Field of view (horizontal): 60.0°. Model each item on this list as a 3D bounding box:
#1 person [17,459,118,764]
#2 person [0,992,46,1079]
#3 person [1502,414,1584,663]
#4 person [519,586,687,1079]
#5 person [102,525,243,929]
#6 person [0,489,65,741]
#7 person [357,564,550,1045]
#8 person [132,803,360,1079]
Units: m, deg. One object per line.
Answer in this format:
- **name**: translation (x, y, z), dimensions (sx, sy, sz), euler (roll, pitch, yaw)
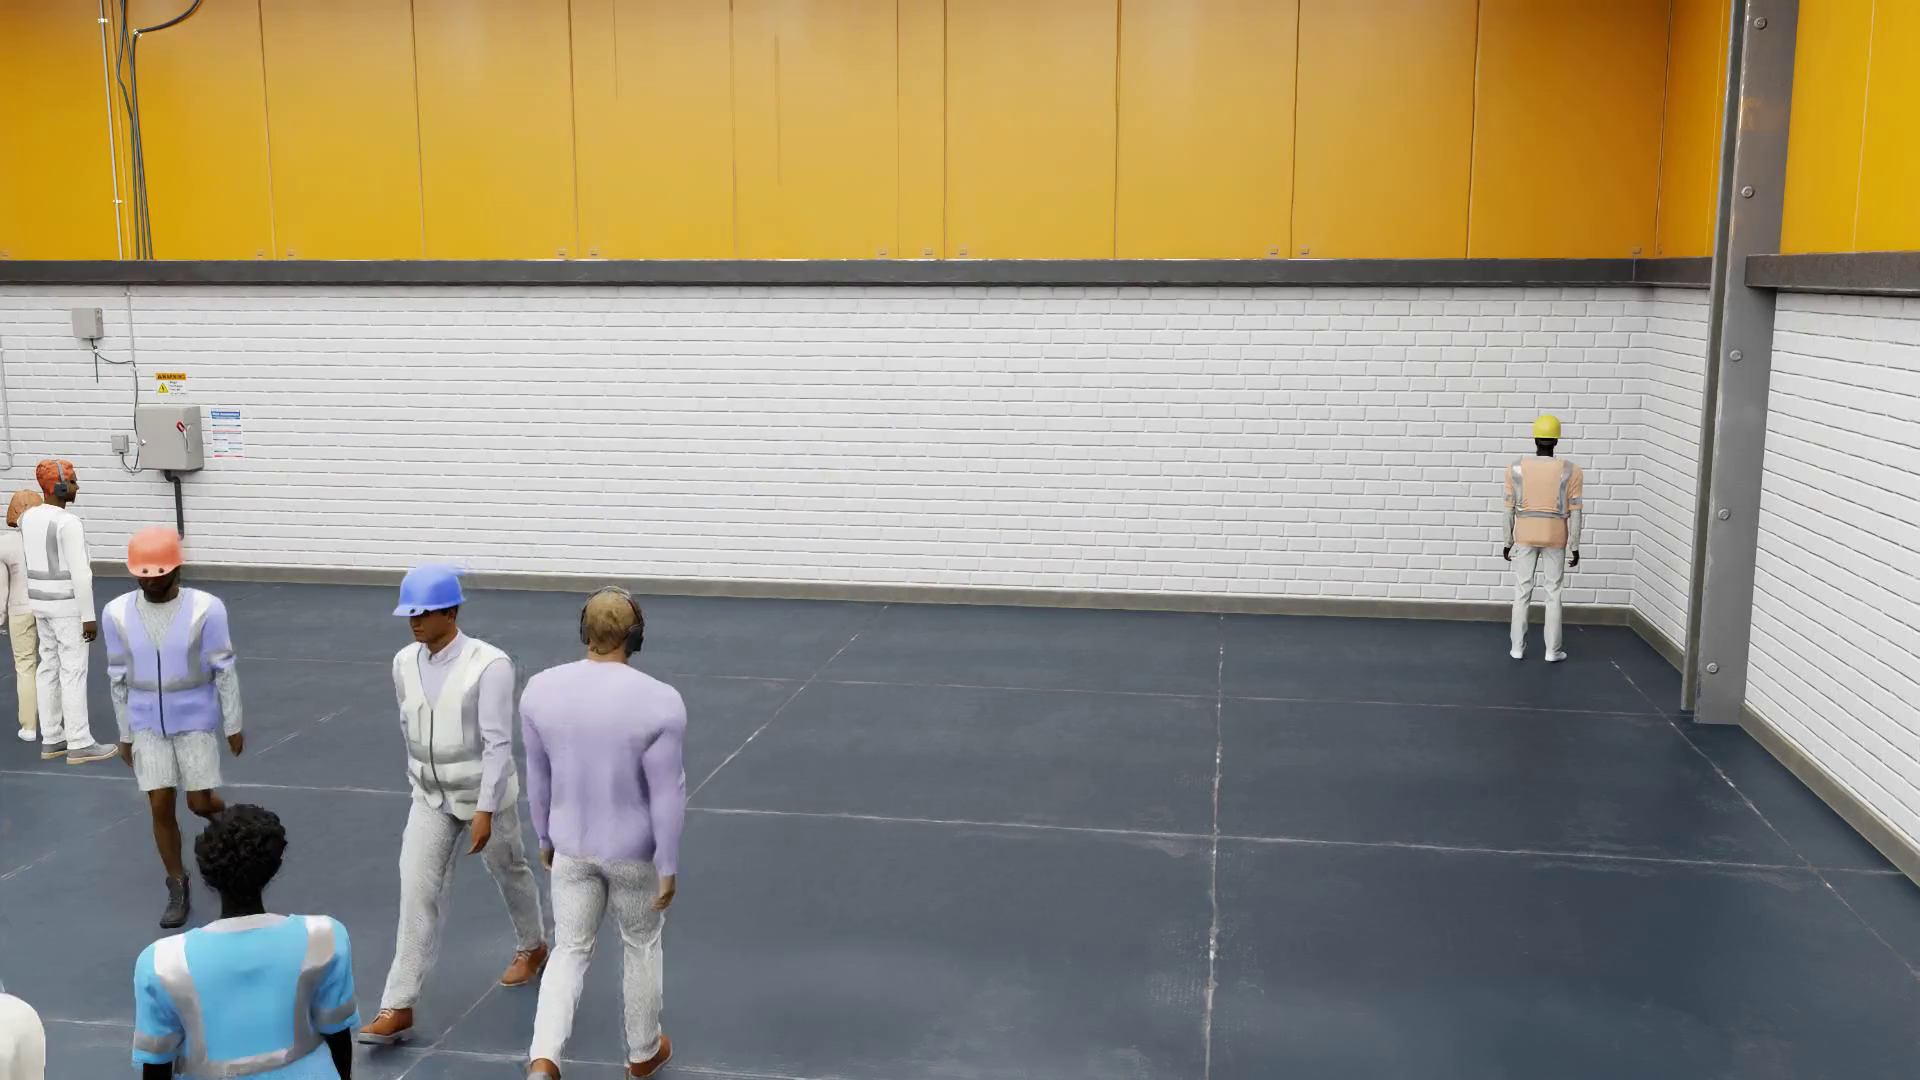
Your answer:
- **person**: translation (-5.545, 0.438, 10.276), dimensions (0.585, 1.882, 0.337), euler (5, 11, 30)
- **person**: translation (-2.133, 1.521, 3.338), dimensions (0.630, 1.986, 1.075), euler (-2, 10, -15)
- **person**: translation (4.504, -0.007, 12.881), dimensions (0.592, 1.930, 0.356), euler (5, 10, 27)
- **person**: translation (-1.290, 1.127, 5.953), dimensions (0.631, 1.914, 0.798), euler (1, 9, 7)
- **person**: translation (-3.671, 0.834, 7.820), dimensions (0.552, 1.902, 0.694), euler (-2, 9, -10)
- **person**: translation (-5.971, 0.482, 10.767), dimensions (0.500, 1.636, 0.280), euler (-6, 11, -31)
- **person**: translation (-2.032, 1.019, 6.735), dimensions (0.600, 1.890, 1.054), euler (3, 10, 18)
- **person**: translation (-1.791, 1.517, 4.243), dimensions (0.537, 1.687, 0.499), euler (-5, 10, -26)
